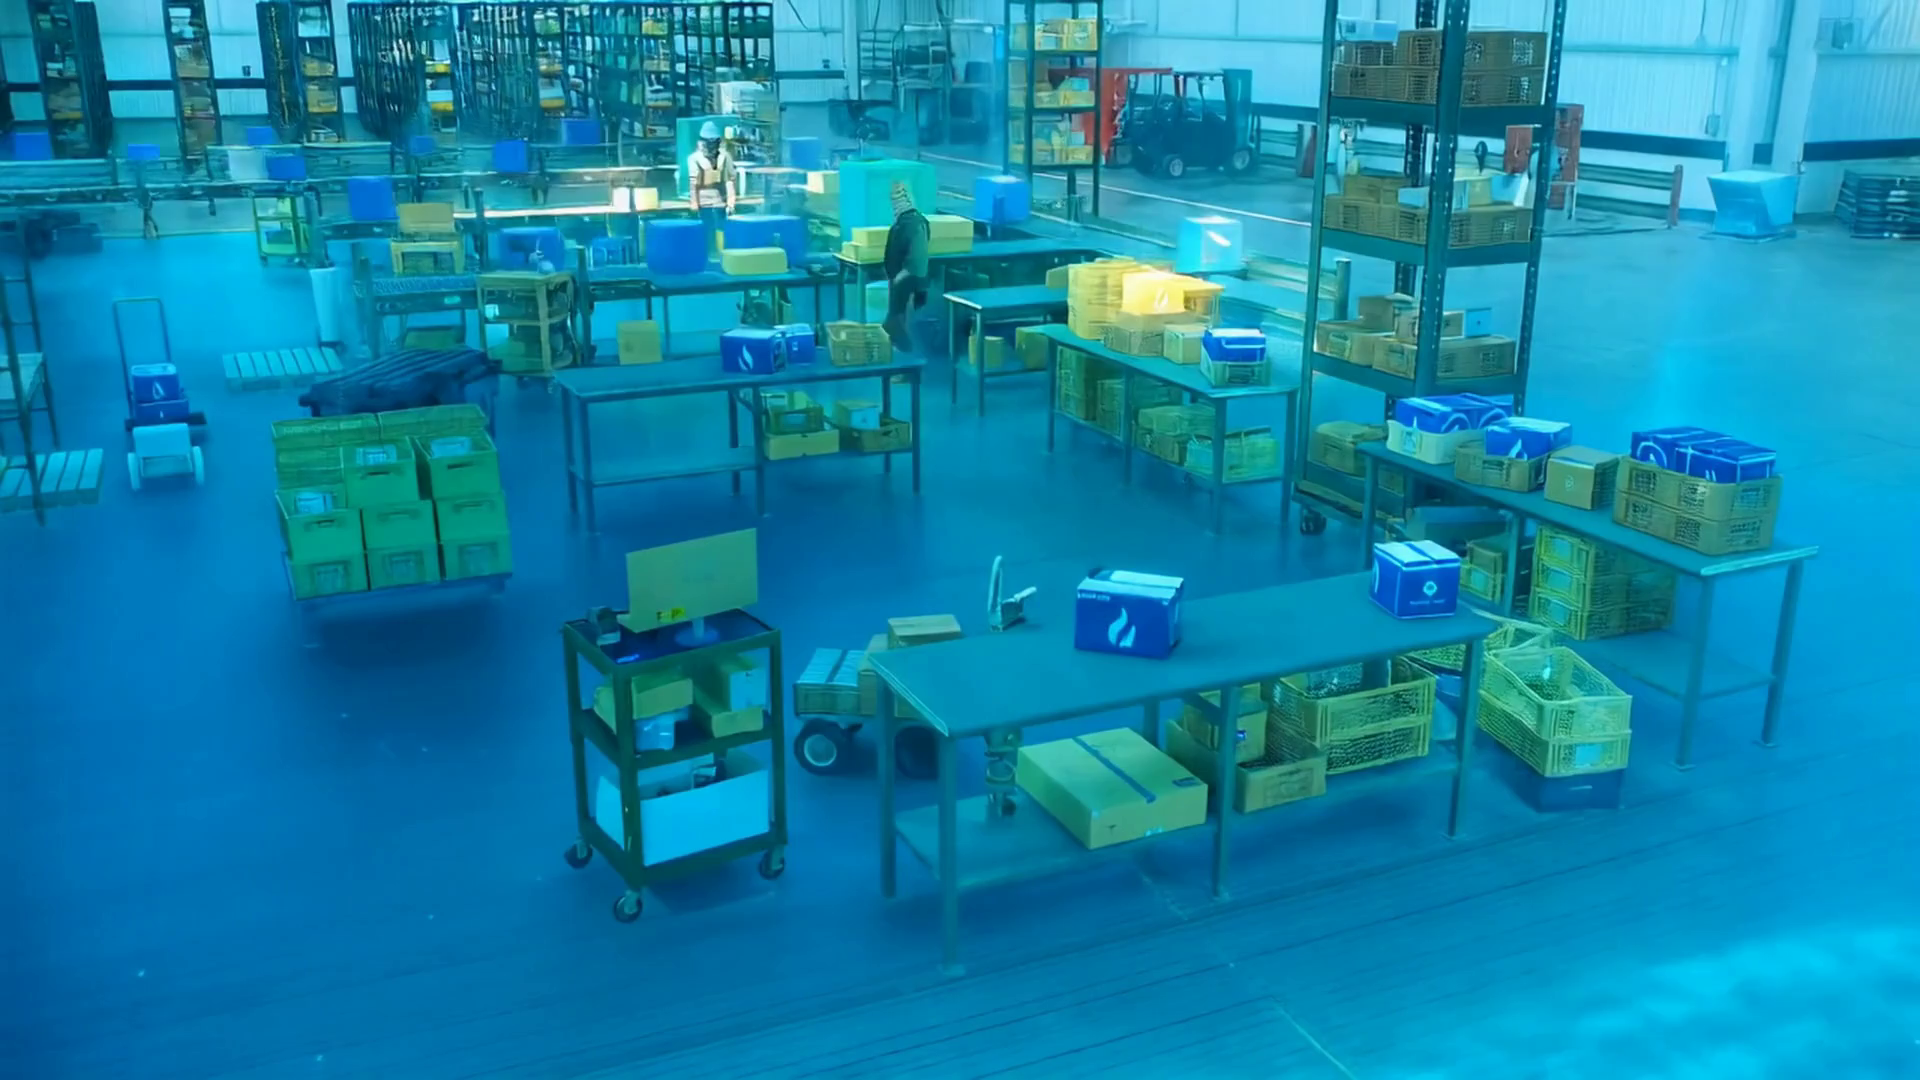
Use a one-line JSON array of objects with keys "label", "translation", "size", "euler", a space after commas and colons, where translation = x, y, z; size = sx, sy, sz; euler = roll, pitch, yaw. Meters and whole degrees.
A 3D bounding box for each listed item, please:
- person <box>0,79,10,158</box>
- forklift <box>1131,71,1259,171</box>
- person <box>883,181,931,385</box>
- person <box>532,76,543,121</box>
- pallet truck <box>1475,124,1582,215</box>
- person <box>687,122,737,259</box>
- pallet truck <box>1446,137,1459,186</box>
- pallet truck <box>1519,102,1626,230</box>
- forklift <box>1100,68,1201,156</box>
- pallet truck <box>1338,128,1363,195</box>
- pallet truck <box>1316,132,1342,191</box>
[{"label": "person", "translation": [-22.896, -10.086, 39.578], "size": [0.451, 1.974, 0.649], "euler": [-8, 19, -24]}, {"label": "forklift", "translation": [4.998, -8.936, 35.413], "size": [2.680, 1.987, 1.157], "euler": [-9, 20, -25]}, {"label": "person", "translation": [-0.549, -2.367, 15.404], "size": [0.480, 1.882, 0.671], "euler": [-7, 19, -20]}, {"label": "person", "translation": [-11.683, -12.071, 46.041], "size": [0.373, 1.843, 0.572], "euler": [-7, 19, -22]}, {"label": "pallet truck", "translation": [9.707, -6.455, 28.103], "size": [1.885, 1.965, 0.823], "euler": [-7, 19, -20]}, {"label": "person", "translation": [-3.125, -4.250, 21.082], "size": [0.616, 2.041, 0.382], "euler": [-8, 19, -24]}, {"label": "pallet truck", "translation": [9.184, -6.485, 29.328], "size": [1.630, 1.274, 0.653], "euler": [-8, 19, -23]}, {"label": "pallet truck", "translation": [9.972, -6.037, 26.785], "size": [1.885, 1.965, 0.823], "euler": [-9, 20, -25]}, {"label": "forklift", "translation": [4.082, -9.564, 37.410], "size": [2.680, 1.987, 1.157], "euler": [-8, 19, -23]}, {"label": "pallet truck", "translation": [7.845, -7.140, 31.411], "size": [1.522, 1.261, 0.704], "euler": [-9, 20, -25]}, {"label": "pallet truck", "translation": [7.723, -7.504, 32.656], "size": [1.601, 1.201, 0.680], "euler": [-8, 19, -23]}]
